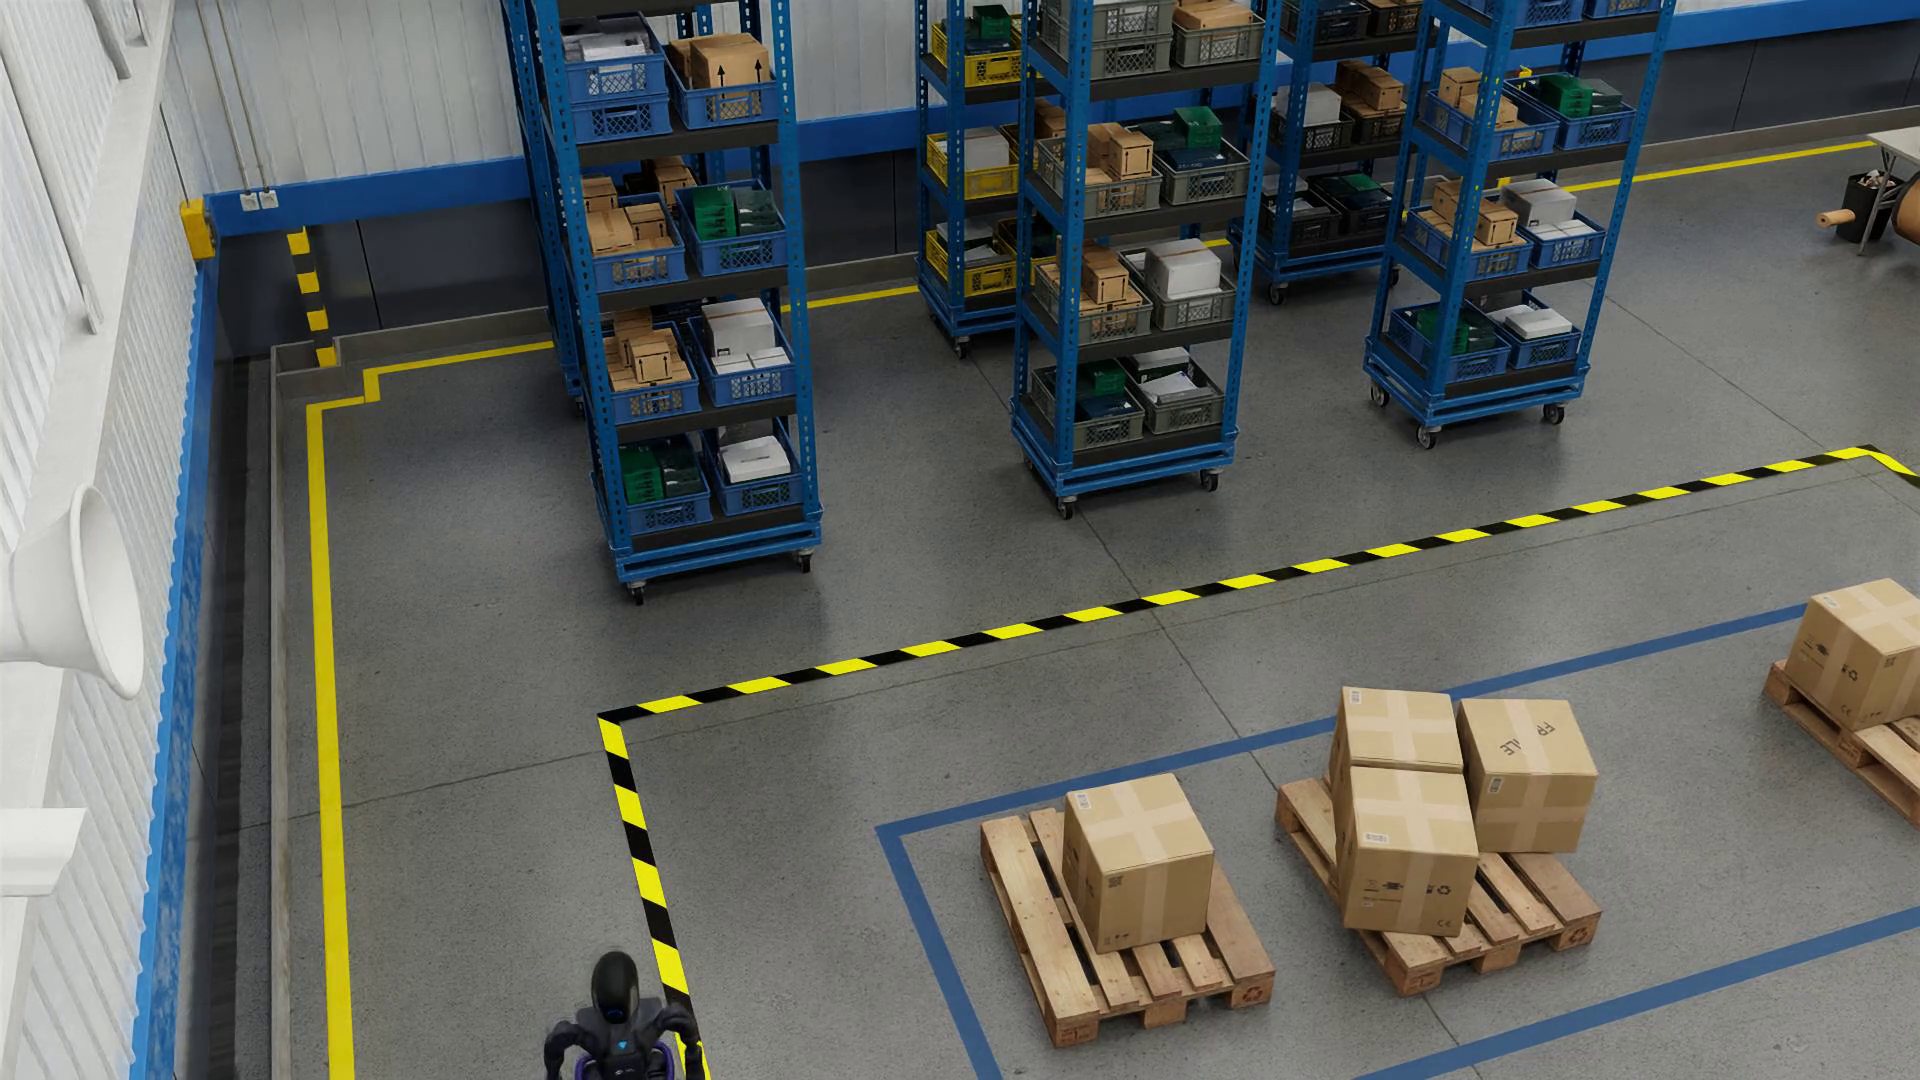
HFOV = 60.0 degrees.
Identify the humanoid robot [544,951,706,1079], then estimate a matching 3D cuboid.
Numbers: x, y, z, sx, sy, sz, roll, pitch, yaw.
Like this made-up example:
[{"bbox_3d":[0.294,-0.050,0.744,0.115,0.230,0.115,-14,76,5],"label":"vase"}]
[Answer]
[{"bbox_3d":[-1.194,2.027,5.965,0.593,1.647,0.366,-9,36,-13],"label":"humanoid robot"}]
